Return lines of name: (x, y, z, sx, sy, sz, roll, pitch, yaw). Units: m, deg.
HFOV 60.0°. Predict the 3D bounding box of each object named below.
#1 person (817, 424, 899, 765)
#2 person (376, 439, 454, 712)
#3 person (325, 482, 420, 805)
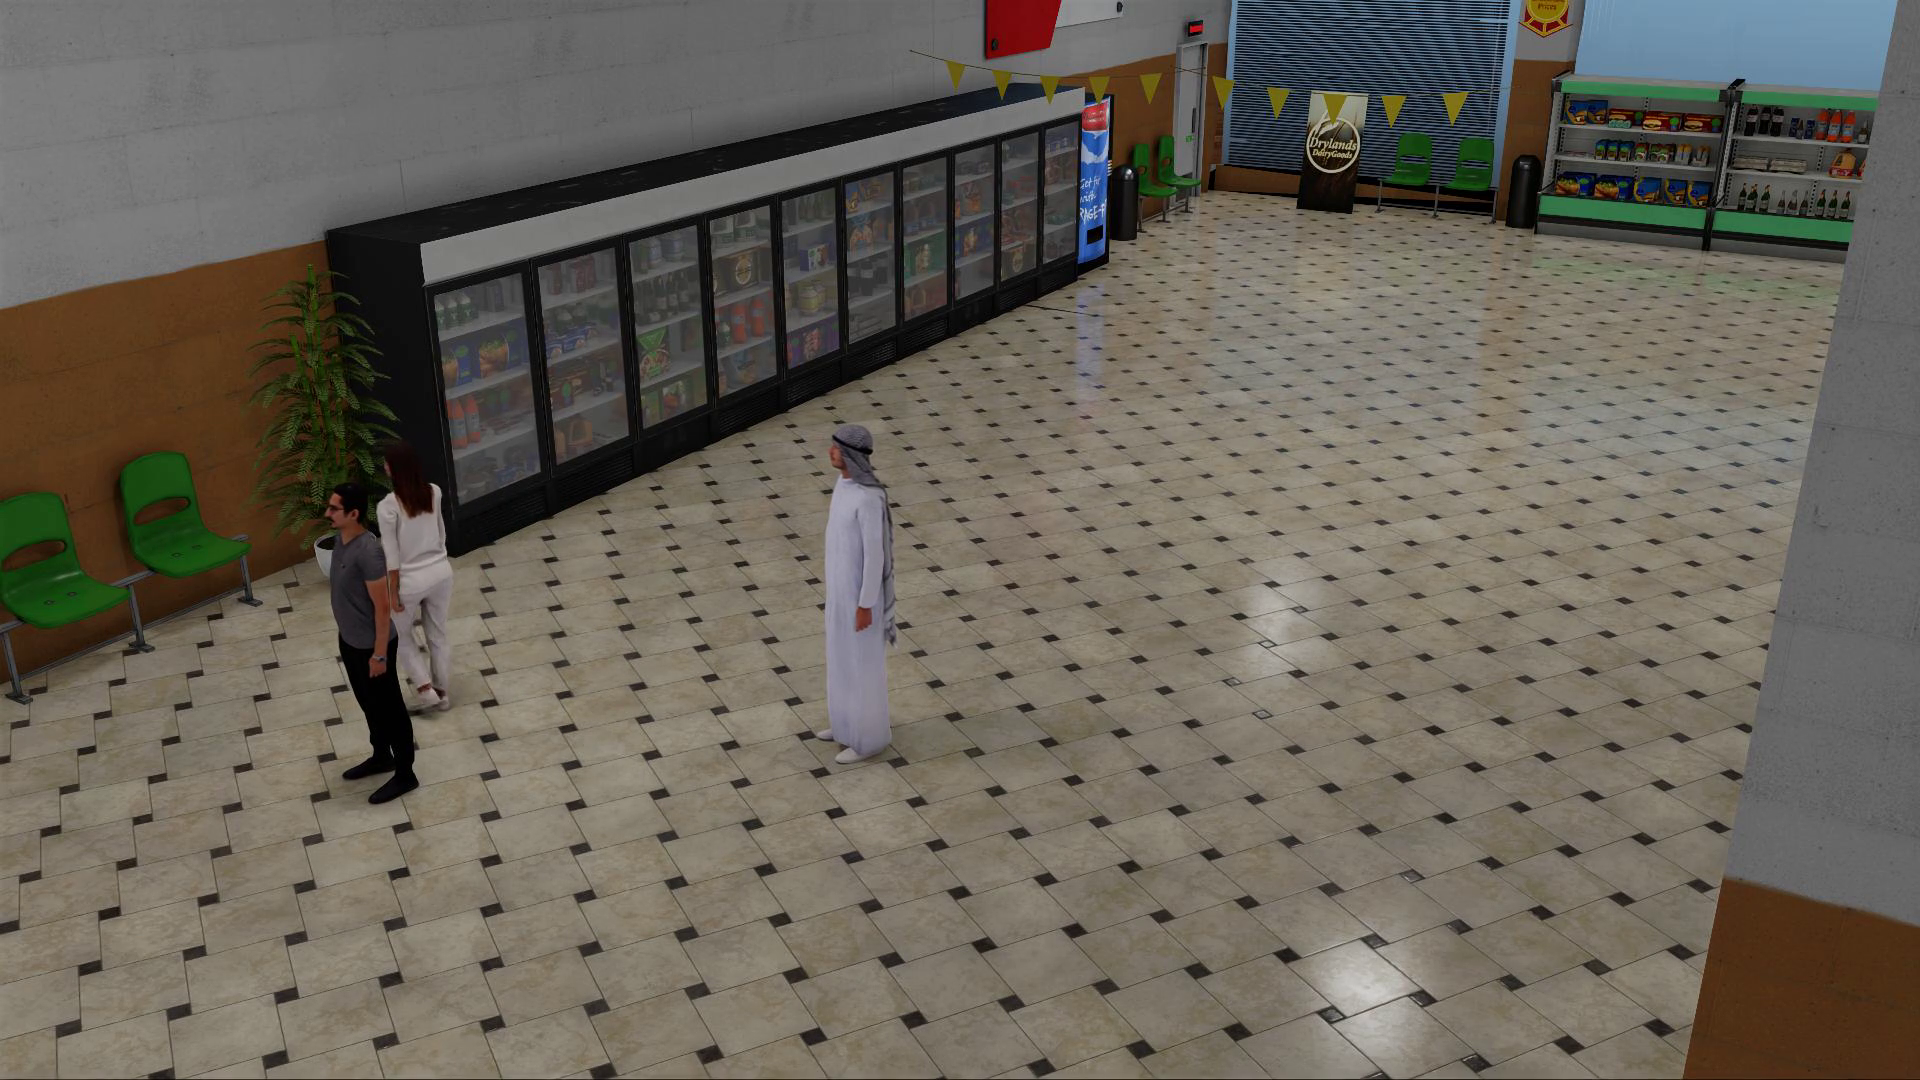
person: (-0.569, 0.281, 9.133, 0.858, 1.927, 0.774, -9, 24, -22)
person: (-3.070, 0.236, 9.576, 0.617, 1.681, 0.650, 17, 28, 36)
person: (-3.123, 0.514, 8.784, 0.747, 1.754, 0.601, -17, 28, -37)
